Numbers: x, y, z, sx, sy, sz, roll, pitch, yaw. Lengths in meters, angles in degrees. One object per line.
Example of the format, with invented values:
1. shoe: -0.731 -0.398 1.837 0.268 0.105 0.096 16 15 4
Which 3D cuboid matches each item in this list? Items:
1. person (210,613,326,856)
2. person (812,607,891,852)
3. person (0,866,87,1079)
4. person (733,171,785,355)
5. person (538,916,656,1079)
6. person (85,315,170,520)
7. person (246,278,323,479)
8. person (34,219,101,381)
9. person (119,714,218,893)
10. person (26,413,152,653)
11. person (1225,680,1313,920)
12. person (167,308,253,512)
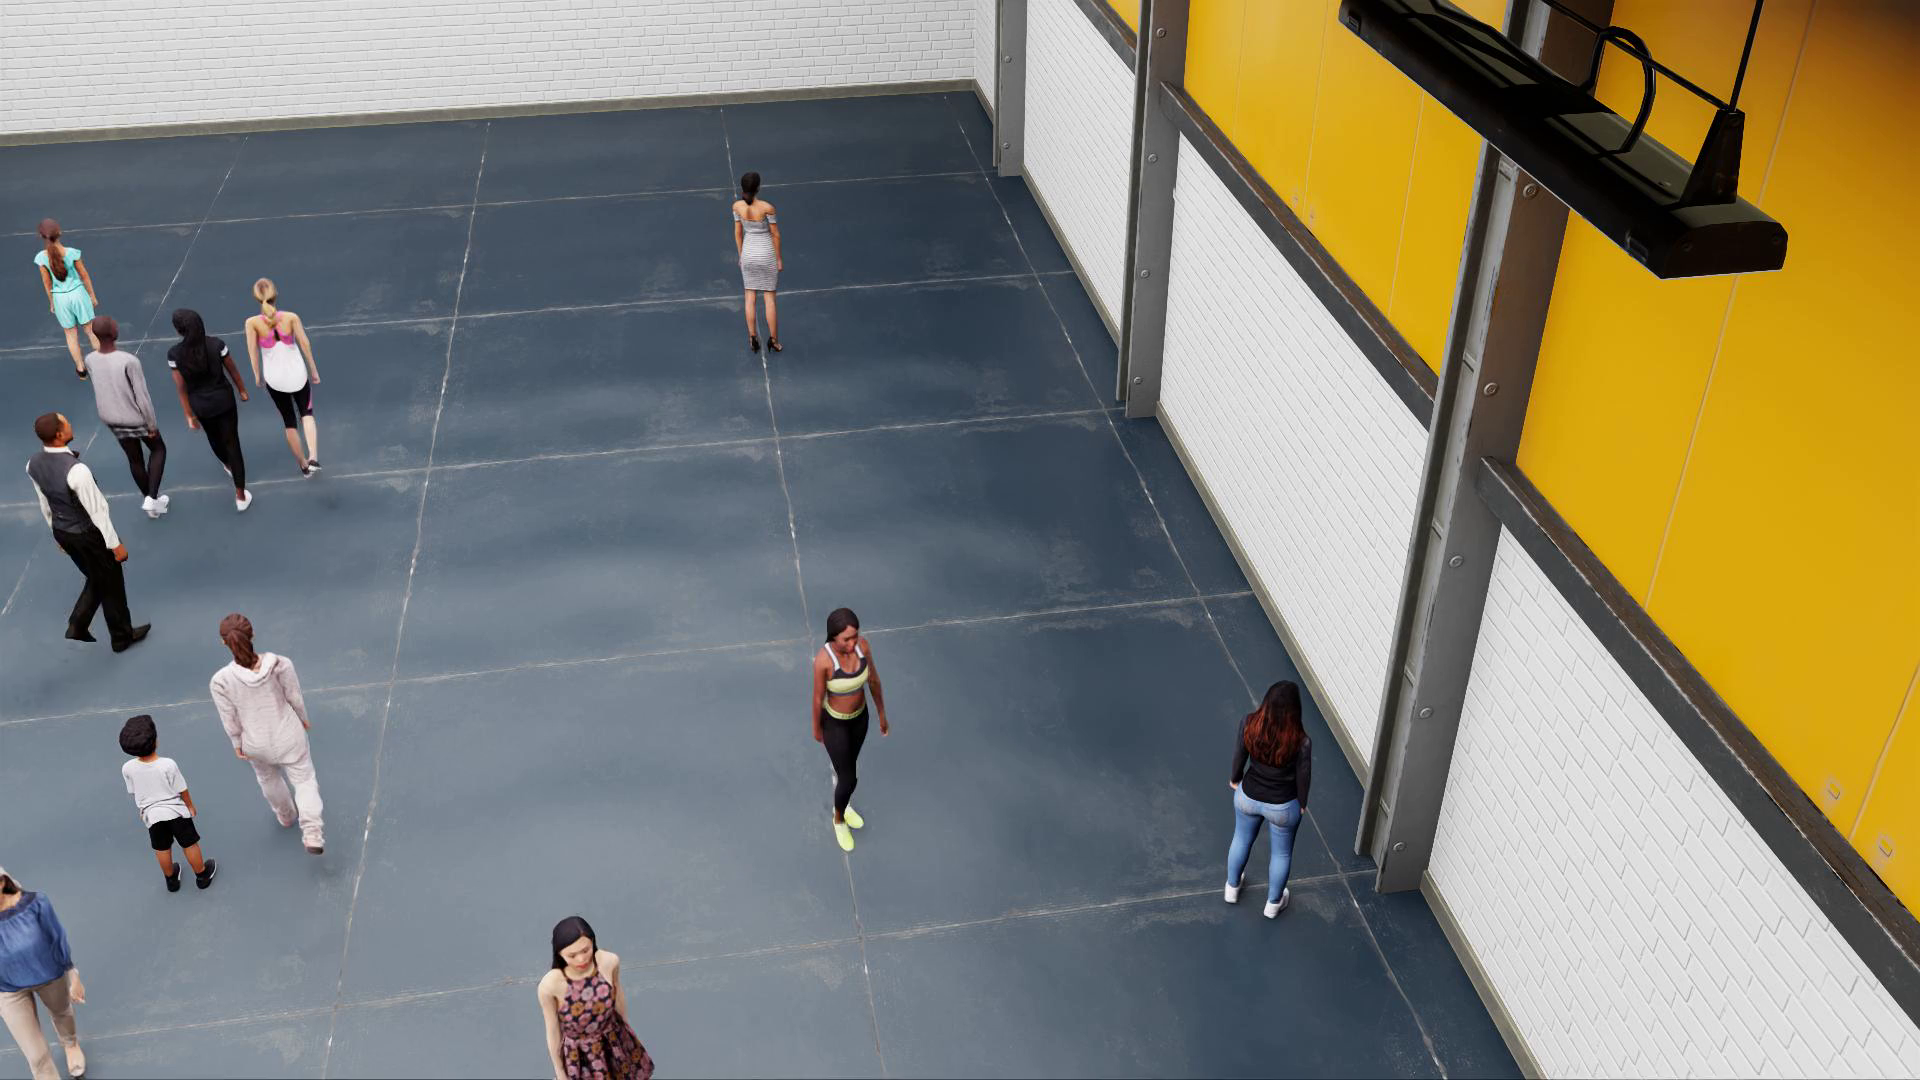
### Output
1. person: -4.164 1.216 10.093 0.780 1.669 1.052 -15 36 -21
2. person: -0.756 1.072 10.247 0.716 1.738 0.771 -25 41 -33
3. person: -4.790 2.236 8.571 0.893 1.655 1.158 -19 38 -27
4. person: -1.906 -2.615 15.719 0.674 1.822 0.669 8 34 12
5. person: -1.830 2.456 8.143 0.754 1.763 0.821 -18 38 -25
6. person: -6.649 -0.914 13.216 0.685 1.759 0.782 1 34 2
7. person: -5.559 -1.272 13.741 0.731 1.773 0.765 -14 36 -21
8. person: -8.222 -2.231 15.377 0.611 1.559 0.620 -14 36 -20
9. person: -4.748 1.586 9.911 0.483 1.256 0.479 -4 34 -6
10. person: -6.221 0.020 11.680 0.919 1.904 0.986 16 37 22
11. person: 1.802 1.502 9.699 0.715 1.628 0.758 18 38 25
12. person: -6.022 -1.028 13.439 0.787 1.703 1.122 -10 35 -15
